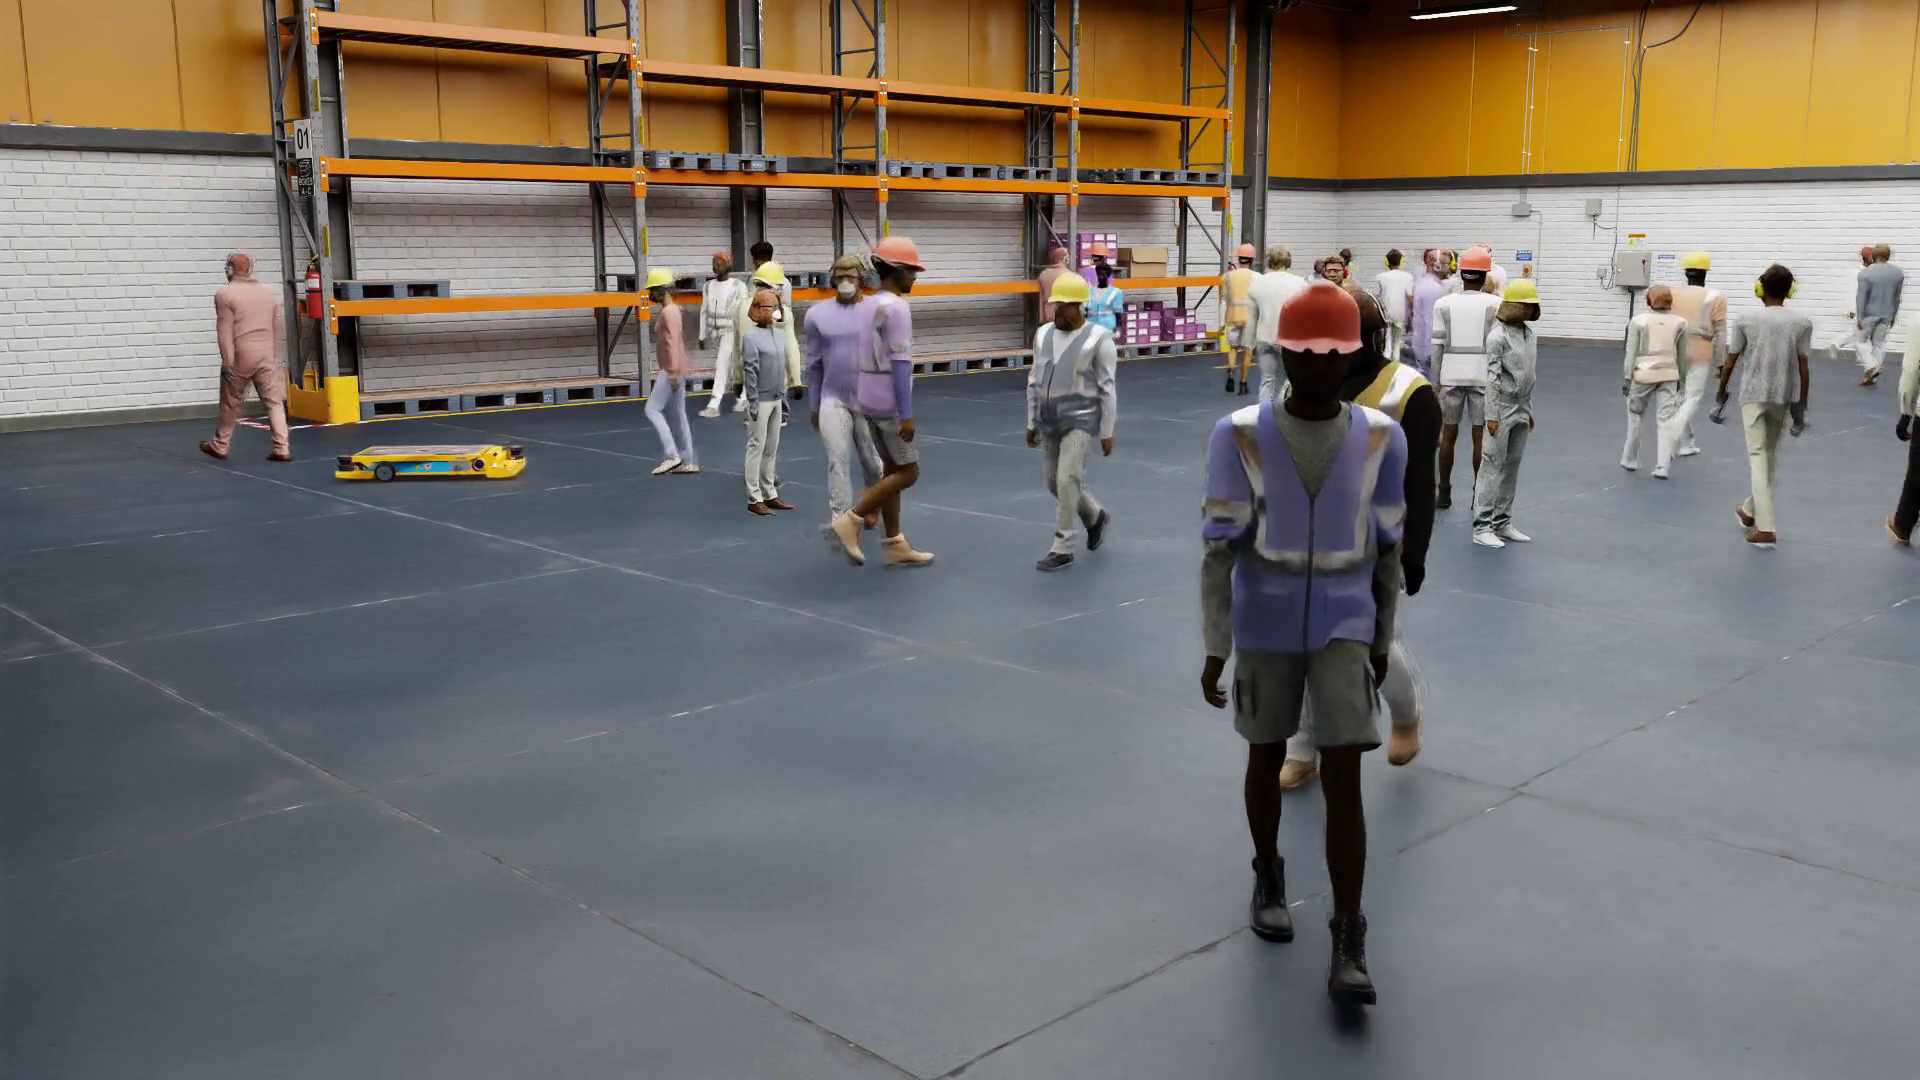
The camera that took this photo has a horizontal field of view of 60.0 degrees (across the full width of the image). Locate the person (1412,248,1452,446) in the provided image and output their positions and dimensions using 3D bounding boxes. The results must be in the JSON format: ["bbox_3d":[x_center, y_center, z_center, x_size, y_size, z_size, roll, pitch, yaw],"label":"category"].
[{"bbox_3d":[4.509,-1.816,15.843,0.427,1.891,0.667,2,11,11],"label":"person"}]

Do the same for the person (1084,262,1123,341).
[{"bbox_3d":[1.787,-2.660,21.009,0.547,1.682,0.370,4,11,22],"label":"person"}]

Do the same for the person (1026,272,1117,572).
[{"bbox_3d":[0.713,-0.739,10.211,0.597,1.805,0.754,9,14,42],"label":"person"}]

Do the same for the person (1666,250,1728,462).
[{"bbox_3d":[6.562,-1.658,15.009,0.905,1.894,0.586,-9,14,-41],"label":"person"}]

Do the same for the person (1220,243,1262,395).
[{"bbox_3d":[3.567,-2.780,21.025,0.569,1.919,0.464,4,11,22],"label":"person"}]

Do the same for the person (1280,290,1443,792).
[{"bbox_3d":[1.420,0.003,6.106,0.648,1.829,0.645,10,14,44],"label":"person"}]

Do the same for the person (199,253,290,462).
[{"bbox_3d":[-6.434,-1.629,14.926,0.976,1.855,0.678,6,12,29],"label":"person"}]

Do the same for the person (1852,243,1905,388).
[{"bbox_3d":[12.117,-2.958,21.990,0.633,1.924,0.475,0,10,-1],"label":"person"}]

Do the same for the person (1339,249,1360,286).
[{"bbox_3d":[6.679,-4.197,29.145,0.987,1.775,0.648,-7,13,-34],"label":"person"}]

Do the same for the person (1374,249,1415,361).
[{"bbox_3d":[5.695,-2.912,21.992,0.580,1.833,0.891,0,10,2],"label":"person"}]

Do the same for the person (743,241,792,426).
[{"bbox_3d":[-2.050,-2.170,17.599,0.603,1.959,0.379,8,13,38],"label":"person"}]

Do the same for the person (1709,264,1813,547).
[{"bbox_3d":[5.304,-0.907,11.068,0.535,1.821,0.959,1,10,5],"label":"person"}]

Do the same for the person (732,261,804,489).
[{"bbox_3d":[-1.485,-1.304,13.282,0.607,1.811,0.539,8,13,37],"label":"person"}]

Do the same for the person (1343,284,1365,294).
[{"bbox_3d":[3.213,-1.299,13.770,0.506,1.626,0.284,8,13,36],"label":"person"}]

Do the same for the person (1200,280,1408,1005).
[{"bbox_3d":[0.924,0.266,4.483,0.562,1.897,0.930,1,10,6],"label":"person"}]

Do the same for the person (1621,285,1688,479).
[{"bbox_3d":[5.837,-1.340,14.031,0.538,1.598,0.782,1,10,4],"label":"person"}]

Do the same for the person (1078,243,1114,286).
[{"bbox_3d":[1.906,-3.134,22.978,0.571,1.908,0.690,8,13,38],"label":"person"}]

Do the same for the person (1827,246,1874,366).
[{"bbox_3d":[13.986,-3.639,25.893,0.578,1.858,0.751,-9,14,-40],"label":"person"}]

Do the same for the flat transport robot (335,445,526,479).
[{"bbox_3d":[-4.435,-0.662,13.982,1.431,0.197,0.652,-1,10,-5],"label":"flat transport robot"}]

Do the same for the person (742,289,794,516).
[{"bbox_3d":[-1.402,-1.003,12.121,0.280,1.634,0.499,4,11,22],"label":"person"}]

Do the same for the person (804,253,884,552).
[{"bbox_3d":[-0.695,-0.919,10.922,0.643,1.913,0.857,1,10,5],"label":"person"}]

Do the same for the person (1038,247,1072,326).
[{"bbox_3d":[1.294,-2.948,22.078,0.869,1.877,0.653,-9,14,-41],"label":"person"}]

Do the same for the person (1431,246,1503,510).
[{"bbox_3d":[3.751,-1.183,12.277,0.546,1.938,0.360,5,11,24],"label":"person"}]

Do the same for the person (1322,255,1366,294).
[{"bbox_3d":[3.368,-1.645,15.043,0.569,1.844,0.377,3,11,16],"label":"person"}]

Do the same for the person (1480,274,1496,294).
[{"bbox_3d":[5.712,-2.115,18.208,0.366,1.614,0.529,-5,12,-26],"label":"person"}]

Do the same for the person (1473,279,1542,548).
[{"bbox_3d":[3.607,-0.827,10.867,0.492,1.742,0.324,-9,13,-39],"label":"person"}]

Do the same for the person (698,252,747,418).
[{"bbox_3d":[-2.664,-2.325,18.789,0.587,1.836,0.973,6,12,30],"label":"person"}]

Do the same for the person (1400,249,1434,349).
[{"bbox_3d":[8.210,-4.264,29.524,0.654,1.795,0.924,-10,14,-43],"label":"person"}]

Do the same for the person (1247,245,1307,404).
[{"bbox_3d":[3.147,-1.945,16.475,0.653,1.920,0.445,6,12,31],"label":"person"}]

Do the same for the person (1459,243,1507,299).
[{"bbox_3d":[7.151,-3.116,22.902,0.643,1.909,0.410,6,12,30],"label":"person"}]

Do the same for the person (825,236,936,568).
[{"bbox_3d":[-0.470,-0.805,9.994,0.595,2.023,0.647,-4,11,-19],"label":"person"}]

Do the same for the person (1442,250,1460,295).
[{"bbox_3d":[5.652,-2.465,19.499,0.504,1.854,0.538,-3,11,-18],"label":"person"}]

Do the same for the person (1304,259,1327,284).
[{"bbox_3d":[6.074,-3.971,28.346,0.527,1.610,0.667,3,11,18],"label":"person"}]

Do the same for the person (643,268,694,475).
[{"bbox_3d":[-2.483,-1.406,13.995,0.498,1.744,0.554,-1,10,-7],"label":"person"}]

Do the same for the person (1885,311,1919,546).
[{"bbox_3d":[6.203,-0.812,10.405,0.633,1.876,1.167,3,11,15],"label":"person"}]
